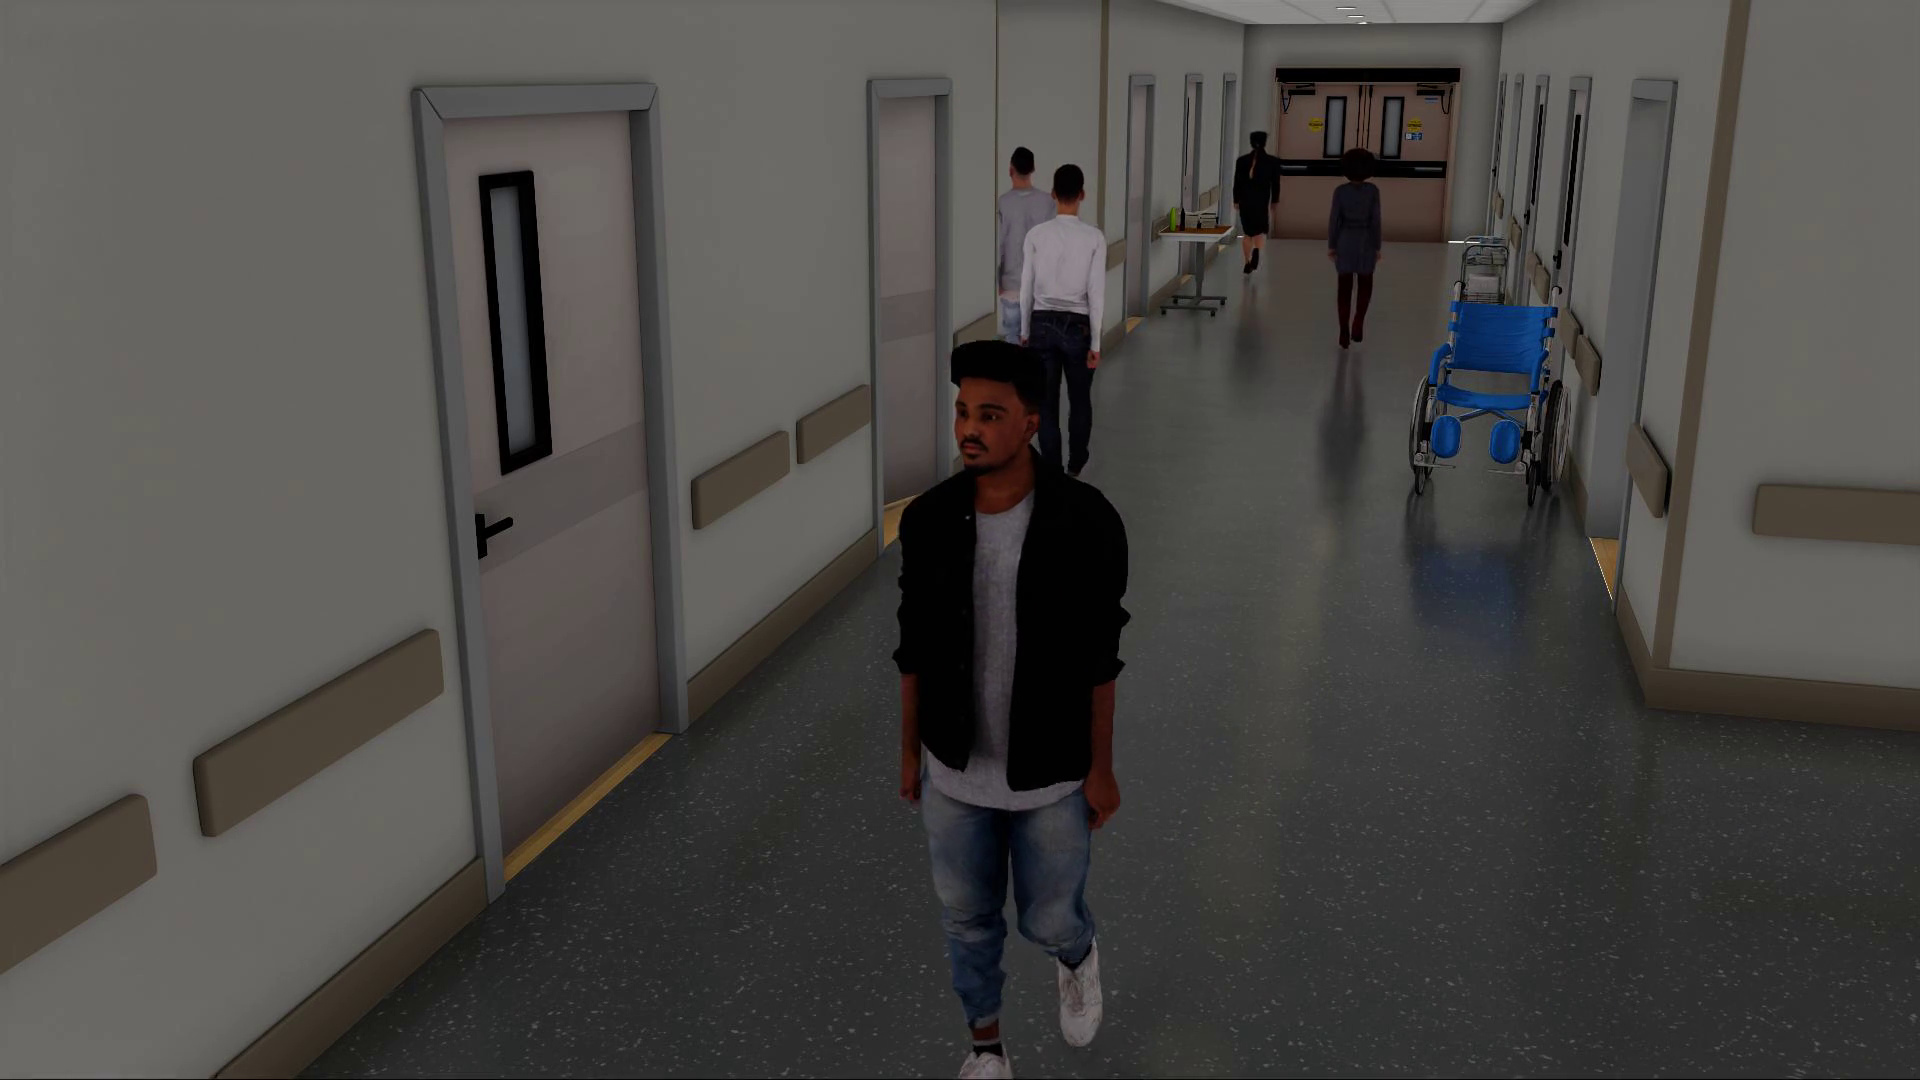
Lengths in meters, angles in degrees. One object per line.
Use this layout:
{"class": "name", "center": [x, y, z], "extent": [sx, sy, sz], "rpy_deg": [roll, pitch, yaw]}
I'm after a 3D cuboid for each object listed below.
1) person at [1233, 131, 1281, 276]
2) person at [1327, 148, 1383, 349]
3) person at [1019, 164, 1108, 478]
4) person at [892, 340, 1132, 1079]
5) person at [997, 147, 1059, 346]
{"class": "person", "center": [3.444, -3.911, 19.449], "extent": [0.707, 1.657, 0.875], "rpy_deg": [3, 16, 12]}
{"class": "person", "center": [3.401, -2.490, 14.332], "extent": [0.601, 1.697, 0.594], "rpy_deg": [4, 16, 15]}
{"class": "person", "center": [0.548, -1.091, 9.116], "extent": [0.773, 1.835, 1.194], "rpy_deg": [1, 16, 5]}
{"class": "person", "center": [0.150, 0.427, 3.798], "extent": [0.766, 1.799, 0.891], "rpy_deg": [7, 17, 22]}
{"class": "person", "center": [0.486, -1.854, 11.840], "extent": [0.938, 1.826, 1.076], "rpy_deg": [-3, 16, -12]}
